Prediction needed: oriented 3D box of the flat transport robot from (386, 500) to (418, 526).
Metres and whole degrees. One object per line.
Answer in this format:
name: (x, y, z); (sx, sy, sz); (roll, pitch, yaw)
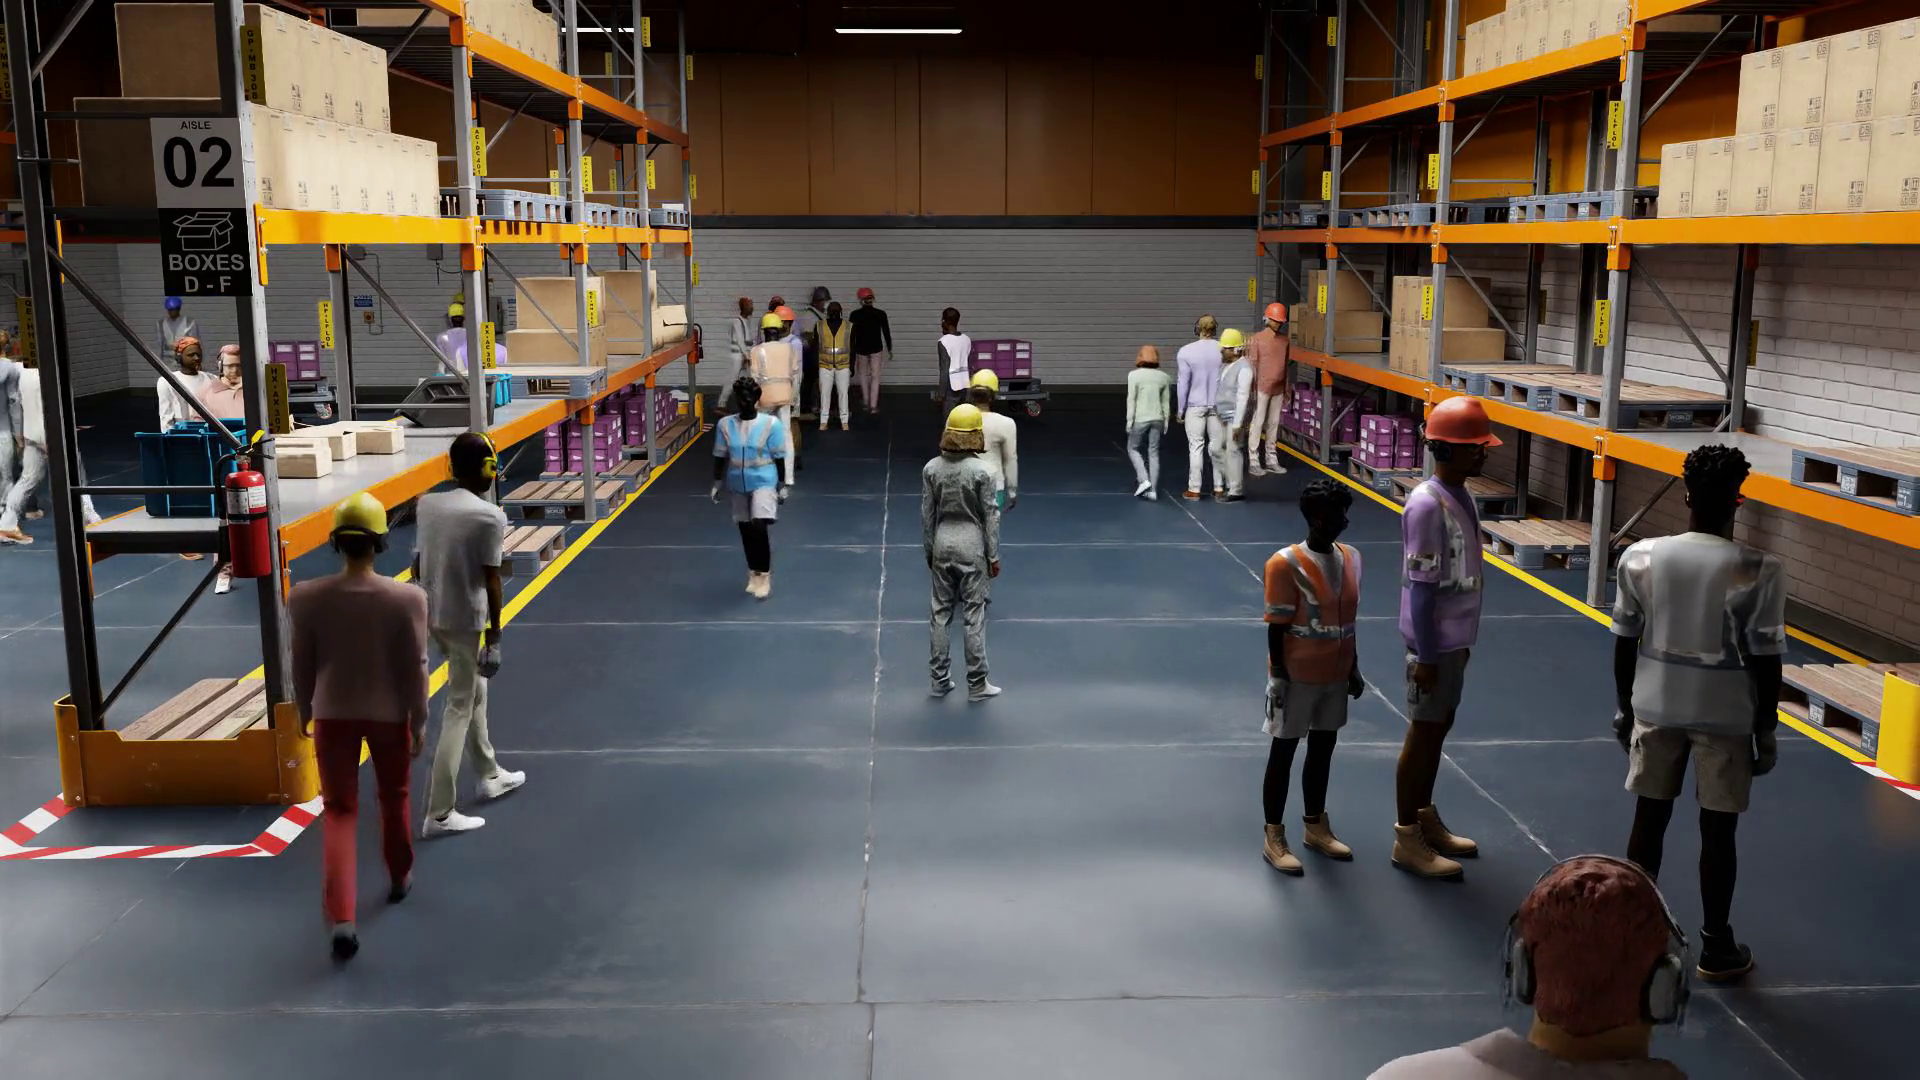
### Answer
flat transport robot: (-5.633, -0.319, 16.057); (0.652, 0.197, 1.431); (1, 10, 6)

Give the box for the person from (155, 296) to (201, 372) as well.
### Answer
person: (-11.362, -2.613, 24.242); (0.620, 1.925, 0.680); (-1, 10, -8)

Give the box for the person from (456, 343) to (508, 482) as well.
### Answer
person: (-5.309, -1.556, 18.549); (0.565, 1.850, 0.390); (-6, 12, -31)

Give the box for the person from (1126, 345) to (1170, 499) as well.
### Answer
person: (1.958, -1.228, 17.384); (0.525, 1.606, 0.375); (-4, 11, -21)

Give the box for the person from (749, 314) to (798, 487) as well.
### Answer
person: (-2.101, -1.552, 18.437); (0.627, 1.875, 0.941); (-6, 12, -30)

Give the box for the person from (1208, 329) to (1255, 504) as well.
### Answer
person: (2.766, -1.245, 16.924); (0.432, 1.807, 0.607); (-2, 10, -11)

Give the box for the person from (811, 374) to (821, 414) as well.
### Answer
person: (-2.240, -2.797, 26.067); (0.265, 1.631, 0.508); (-4, 11, -23)

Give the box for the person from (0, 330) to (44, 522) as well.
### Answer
person: (-9.149, -1.092, 15.980); (0.520, 1.843, 0.331); (-3, 11, -17)

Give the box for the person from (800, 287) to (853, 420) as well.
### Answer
person: (-2.028, -2.792, 24.903); (0.879, 2.000, 0.698); (5, 11, 26)

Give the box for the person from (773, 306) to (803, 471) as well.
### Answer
person: (-2.050, -1.769, 19.485); (0.360, 1.939, 0.543); (-7, 12, -33)

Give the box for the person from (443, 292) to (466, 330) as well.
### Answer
person: (-8.381, -3.248, 28.017); (0.590, 1.835, 0.404); (-2, 10, -14)

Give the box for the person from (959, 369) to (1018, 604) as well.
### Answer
person: (0.156, -0.380, 12.254); (0.554, 1.749, 0.389); (2, 10, 12)

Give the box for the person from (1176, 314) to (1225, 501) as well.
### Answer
person: (2.537, -1.368, 17.253); (0.629, 1.940, 0.376); (-2, 10, -10)

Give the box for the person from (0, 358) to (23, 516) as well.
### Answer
person: (-8.783, -0.963, 14.999); (0.632, 1.940, 0.372); (-7, 12, -32)

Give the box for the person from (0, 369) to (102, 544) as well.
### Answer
person: (-8.180, -0.904, 14.854); (0.635, 1.885, 1.033); (7, 12, 34)

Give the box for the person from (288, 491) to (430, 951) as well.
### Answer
person: (-2.313, 0.677, 6.433); (0.522, 1.731, 0.873); (-3, 11, -16)

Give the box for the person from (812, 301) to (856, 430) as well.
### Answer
person: (-1.787, -2.475, 23.695); (0.627, 1.843, 0.429); (-1, 10, -3)

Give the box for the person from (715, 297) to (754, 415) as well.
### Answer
person: (-3.368, -2.810, 25.617); (0.974, 1.844, 0.557); (4, 11, 21)

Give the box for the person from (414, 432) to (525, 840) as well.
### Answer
person: (-2.292, 0.409, 7.737); (0.509, 1.801, 0.904); (5, 11, 27)

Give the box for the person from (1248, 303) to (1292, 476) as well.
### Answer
person: (3.581, -1.738, 19.183); (0.611, 1.985, 0.393); (-6, 12, -32)

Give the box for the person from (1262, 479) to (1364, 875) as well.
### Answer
person: (1.515, 0.572, 7.130); (0.531, 1.692, 0.320); (-6, 12, -32)

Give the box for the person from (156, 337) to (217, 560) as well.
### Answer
person: (-6.499, -0.779, 14.131); (0.346, 1.882, 0.580); (5, 11, 27)

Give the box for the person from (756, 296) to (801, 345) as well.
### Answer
person: (-2.599, -2.522, 23.771); (0.642, 1.909, 0.409); (1, 10, 4)

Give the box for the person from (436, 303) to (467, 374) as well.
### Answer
person: (-6.432, -2.108, 21.470); (0.596, 1.906, 0.789); (-3, 11, -18)

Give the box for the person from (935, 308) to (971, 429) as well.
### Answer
person: (-0.078, -1.749, 19.434); (0.377, 1.917, 0.600); (6, 12, 30)

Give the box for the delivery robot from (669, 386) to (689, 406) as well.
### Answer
delivery robot: (-4.198, -2.033, 24.534); (0.707, 0.478, 0.477); (-1, 11, -3)

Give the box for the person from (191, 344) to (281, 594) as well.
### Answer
person: (-5.529, -0.546, 12.769); (0.642, 1.906, 0.410); (-5, 12, -28)

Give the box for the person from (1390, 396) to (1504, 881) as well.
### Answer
person: (2.071, 0.407, 7.072); (0.378, 2.041, 0.616); (6, 12, 29)

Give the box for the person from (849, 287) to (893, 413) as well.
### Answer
person: (-1.399, -2.984, 26.174); (0.710, 1.965, 0.573); (0, 10, -3)

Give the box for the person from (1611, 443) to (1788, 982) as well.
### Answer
person: (2.686, 0.626, 6.078); (0.603, 1.961, 0.368); (9, 14, 41)

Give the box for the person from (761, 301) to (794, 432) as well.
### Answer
person: (-2.546, -2.391, 23.193); (0.513, 1.858, 0.356); (-5, 11, -27)

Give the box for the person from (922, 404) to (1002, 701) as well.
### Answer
person: (0.017, 0.070, 9.785); (0.492, 1.742, 0.321); (5, 12, 28)

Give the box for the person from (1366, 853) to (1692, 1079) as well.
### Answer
person: (0.866, 1.358, 2.341); (0.724, 1.839, 1.021); (6, 12, 32)

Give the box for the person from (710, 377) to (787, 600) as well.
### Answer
person: (-1.599, -0.380, 12.483); (0.548, 1.677, 0.630); (3, 11, 16)
